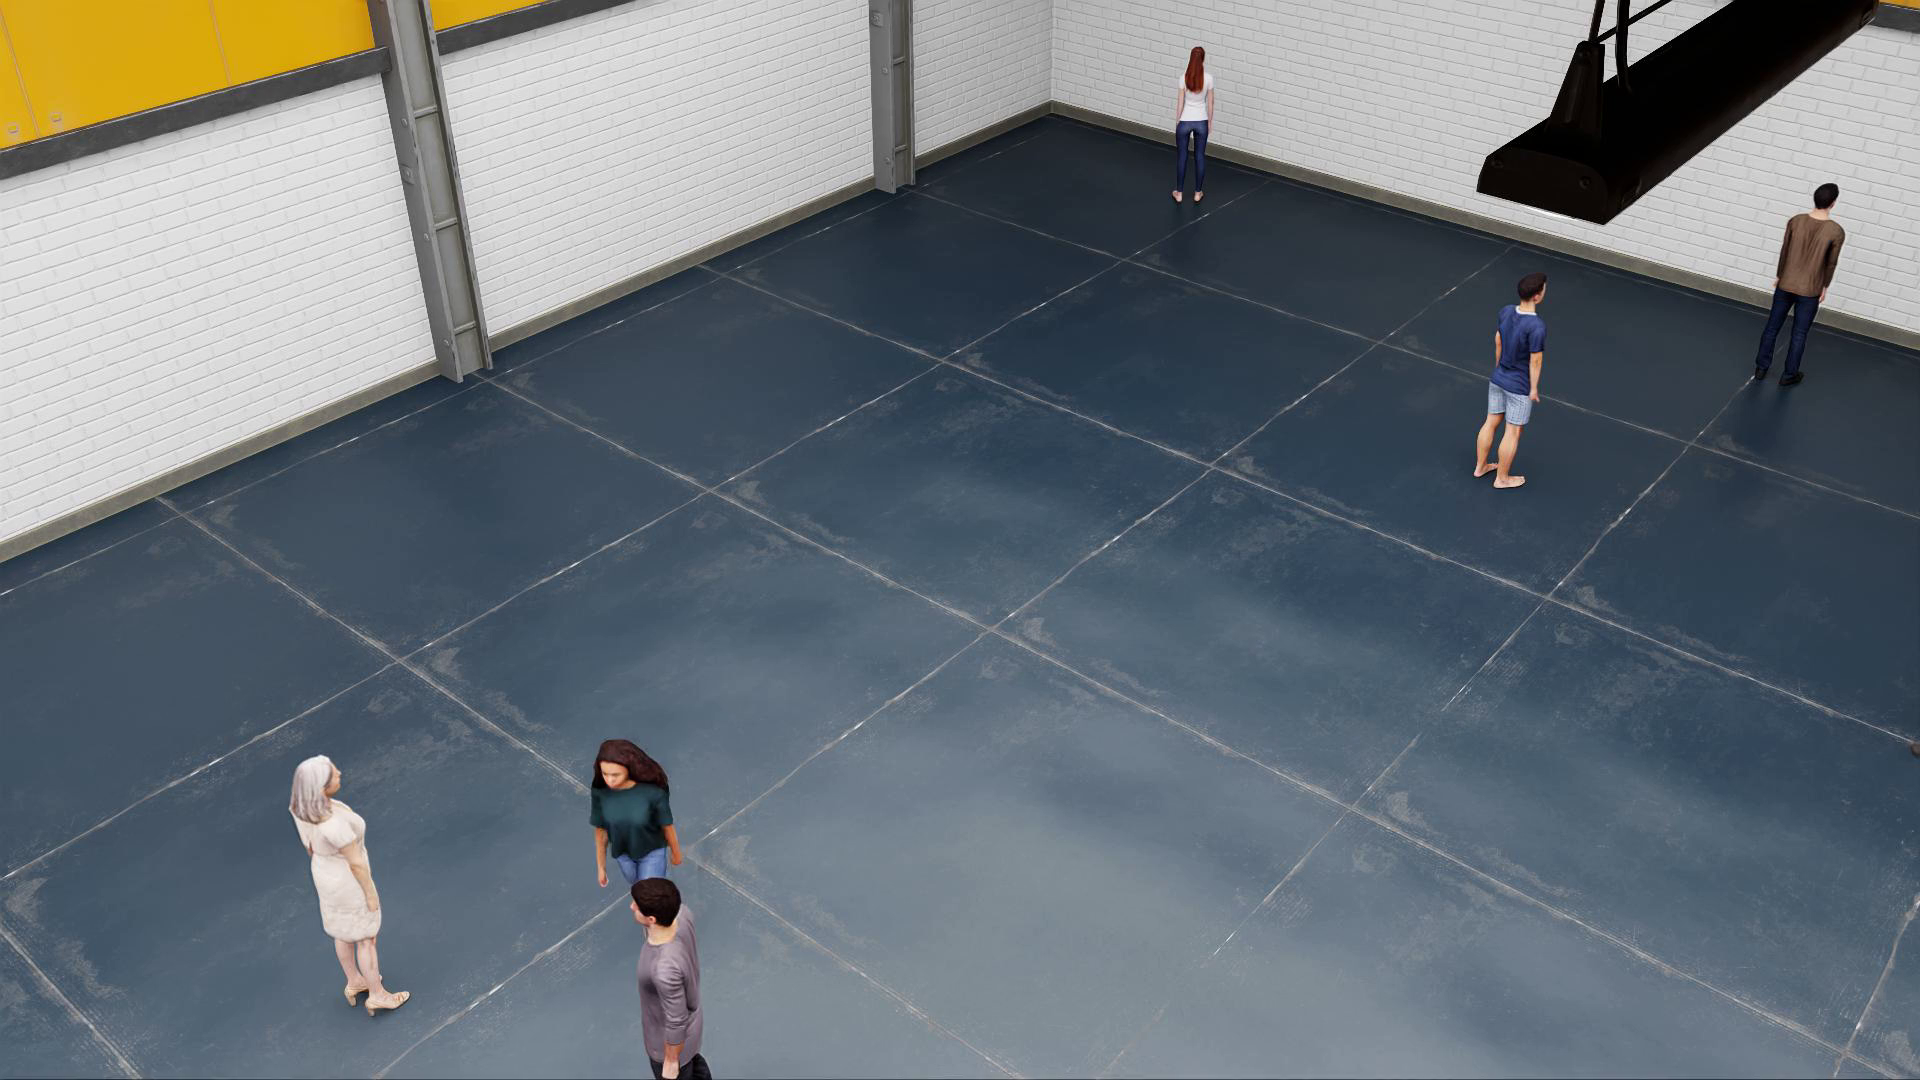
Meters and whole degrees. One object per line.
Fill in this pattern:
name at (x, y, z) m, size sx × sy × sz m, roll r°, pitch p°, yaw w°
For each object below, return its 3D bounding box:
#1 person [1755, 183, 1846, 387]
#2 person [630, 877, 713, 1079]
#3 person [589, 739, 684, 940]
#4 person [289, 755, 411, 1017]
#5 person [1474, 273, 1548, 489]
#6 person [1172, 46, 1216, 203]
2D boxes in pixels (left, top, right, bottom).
person at (7.523, -2.289, 14.893) m, size 0.655 × 1.888 × 0.579 m, roll 28°, pitch 42°, yaw 35°
person at (-1.368, 2.319, 7.994) m, size 0.798 × 1.852 × 0.723 m, roll -1°, pitch 34°, yaw -2°
person at (-1.740, 1.669, 9.204) m, size 0.798 × 1.594 × 0.931 m, roll 7°, pitch 34°, yaw 11°
person at (-3.264, 1.838, 8.823) m, size 0.612 × 1.735 × 0.560 m, roll 21°, pitch 39°, yaw 29°
person at (4.463, -1.286, 13.419) m, size 0.675 × 1.850 × 0.689 m, roll -18°, pitch 37°, yaw -24°
person at (2.599, -4.632, 18.552) m, size 0.650 × 1.739 × 0.697 m, roll 0°, pitch 34°, yaw 1°
